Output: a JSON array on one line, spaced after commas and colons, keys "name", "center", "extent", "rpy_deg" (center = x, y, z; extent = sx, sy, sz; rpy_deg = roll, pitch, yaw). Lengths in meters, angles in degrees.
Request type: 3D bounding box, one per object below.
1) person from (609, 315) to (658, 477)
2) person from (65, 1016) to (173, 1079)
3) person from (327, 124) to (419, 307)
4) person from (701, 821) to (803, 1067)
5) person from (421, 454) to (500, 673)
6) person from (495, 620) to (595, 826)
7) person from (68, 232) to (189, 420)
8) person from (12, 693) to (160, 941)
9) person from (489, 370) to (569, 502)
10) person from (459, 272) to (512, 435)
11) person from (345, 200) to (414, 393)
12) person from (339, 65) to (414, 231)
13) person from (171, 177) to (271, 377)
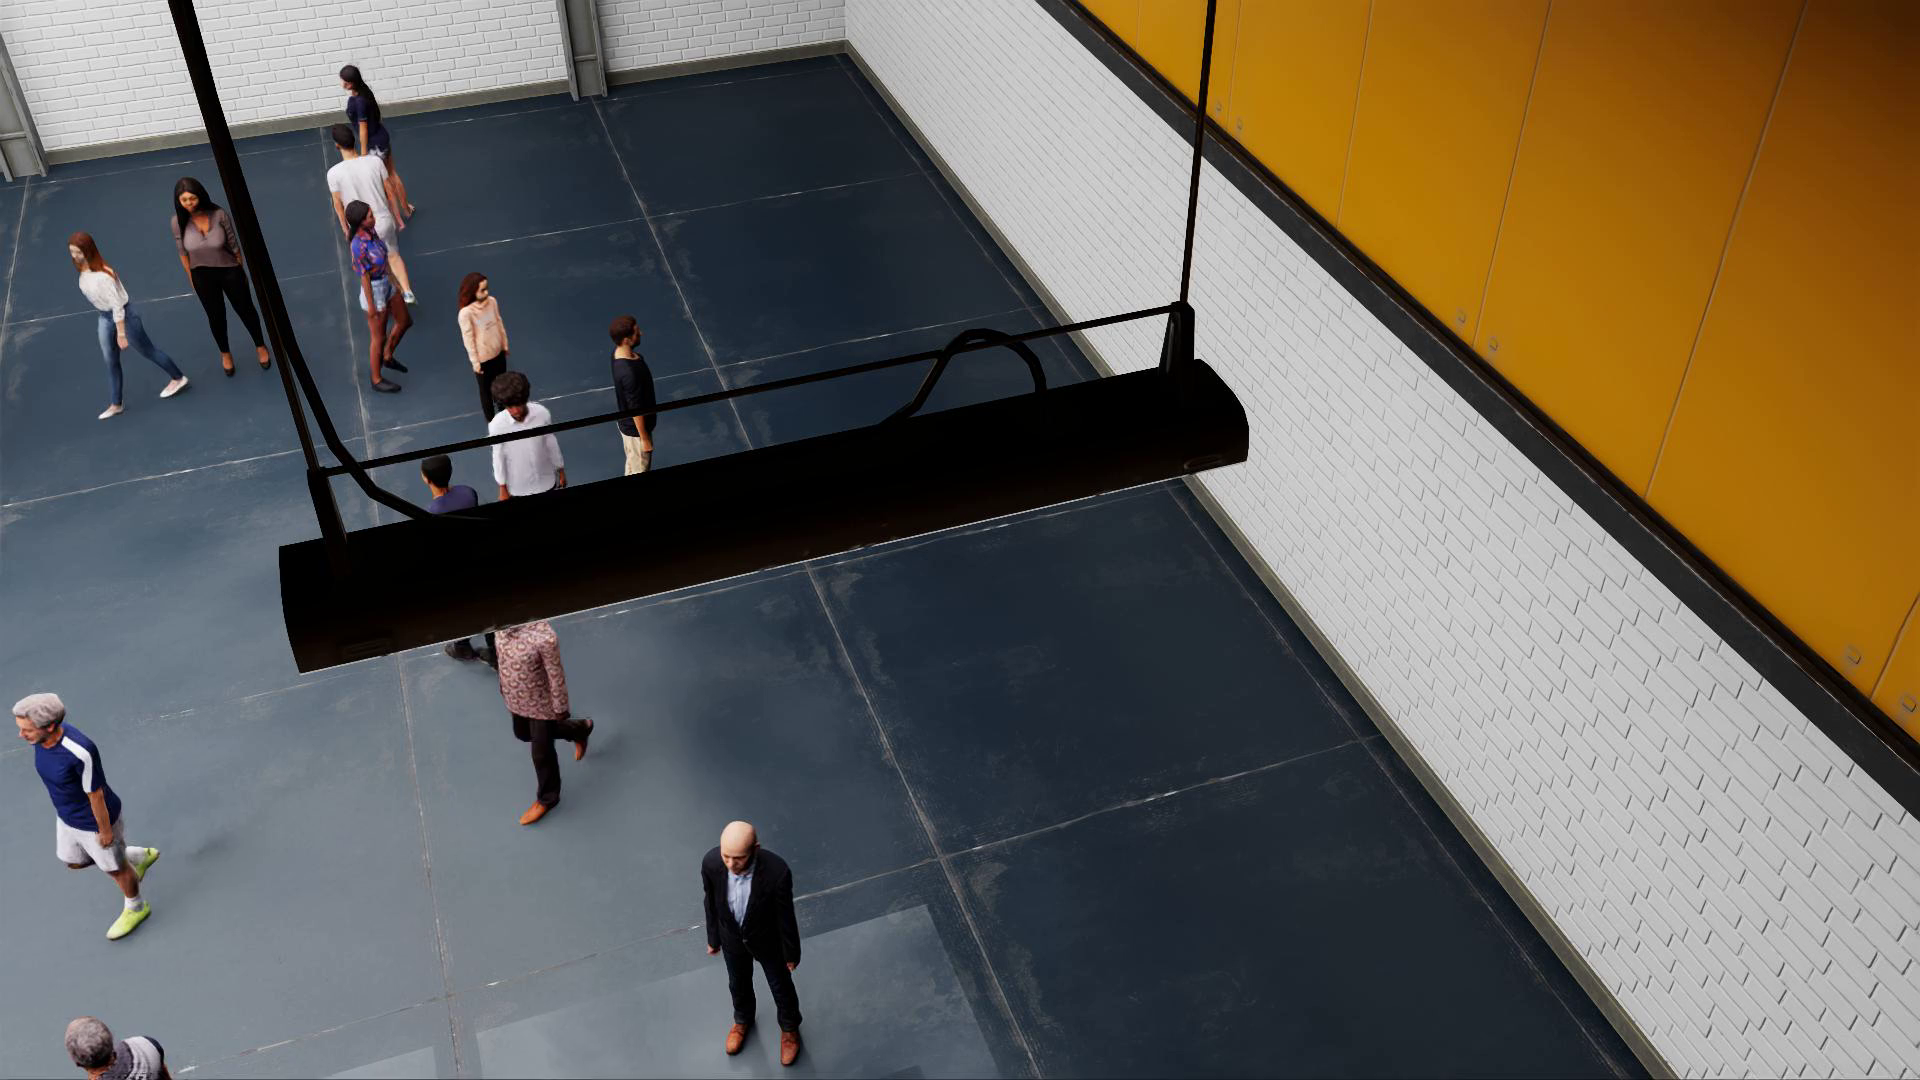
[{"name": "person", "center": [-2.433, -0.856, 12.444], "extent": [0.543, 1.851, 0.633], "rpy_deg": [-12, 40, -15]}, {"name": "person", "center": [-3.742, 2.887, 7.791], "extent": [0.995, 1.808, 0.934], "rpy_deg": [16, 41, 19]}, {"name": "person", "center": [-5.232, -2.788, 14.879], "extent": [0.825, 1.831, 0.888], "rpy_deg": [-22, 44, -26]}, {"name": "person", "center": [-1.089, 2.088, 8.802], "extent": [0.705, 1.796, 0.818], "rpy_deg": [8, 39, 10]}, {"name": "person", "center": [-3.292, 0.191, 11.193], "extent": [0.862, 1.776, 0.789], "rpy_deg": [27, 46, 30]}, {"name": "person", "center": [-2.574, 0.910, 10.283], "extent": [0.966, 1.787, 1.111], "rpy_deg": [28, 46, 30]}, {"name": "person", "center": [-6.912, -1.864, 13.834], "extent": [0.998, 1.692, 1.137], "rpy_deg": [26, 46, 29]}, {"name": "person", "center": [-4.915, 1.507, 9.506], "extent": [0.861, 1.825, 0.923], "rpy_deg": [18, 42, 21]}, {"name": "person", "center": [-3.151, -0.493, 12.033], "extent": [0.709, 1.796, 0.807], "rpy_deg": [-24, 45, -27]}, {"name": "person", "center": [-3.864, -1.521, 13.571], "extent": [0.720, 1.483, 0.647], "rpy_deg": [20, 43, 23]}, {"name": "person", "center": [-4.996, -2.070, 14.065], "extent": [0.739, 1.725, 0.705], "rpy_deg": [3, 39, 4]}, {"name": "person", "center": [-5.693, -3.899, 16.345], "extent": [0.697, 1.737, 0.823], "rpy_deg": [4, 39, 5]}, {"name": "person", "center": [-6.337, -2.259, 14.210], "extent": [0.510, 1.839, 0.683], "rpy_deg": [-13, 40, -16]}]
